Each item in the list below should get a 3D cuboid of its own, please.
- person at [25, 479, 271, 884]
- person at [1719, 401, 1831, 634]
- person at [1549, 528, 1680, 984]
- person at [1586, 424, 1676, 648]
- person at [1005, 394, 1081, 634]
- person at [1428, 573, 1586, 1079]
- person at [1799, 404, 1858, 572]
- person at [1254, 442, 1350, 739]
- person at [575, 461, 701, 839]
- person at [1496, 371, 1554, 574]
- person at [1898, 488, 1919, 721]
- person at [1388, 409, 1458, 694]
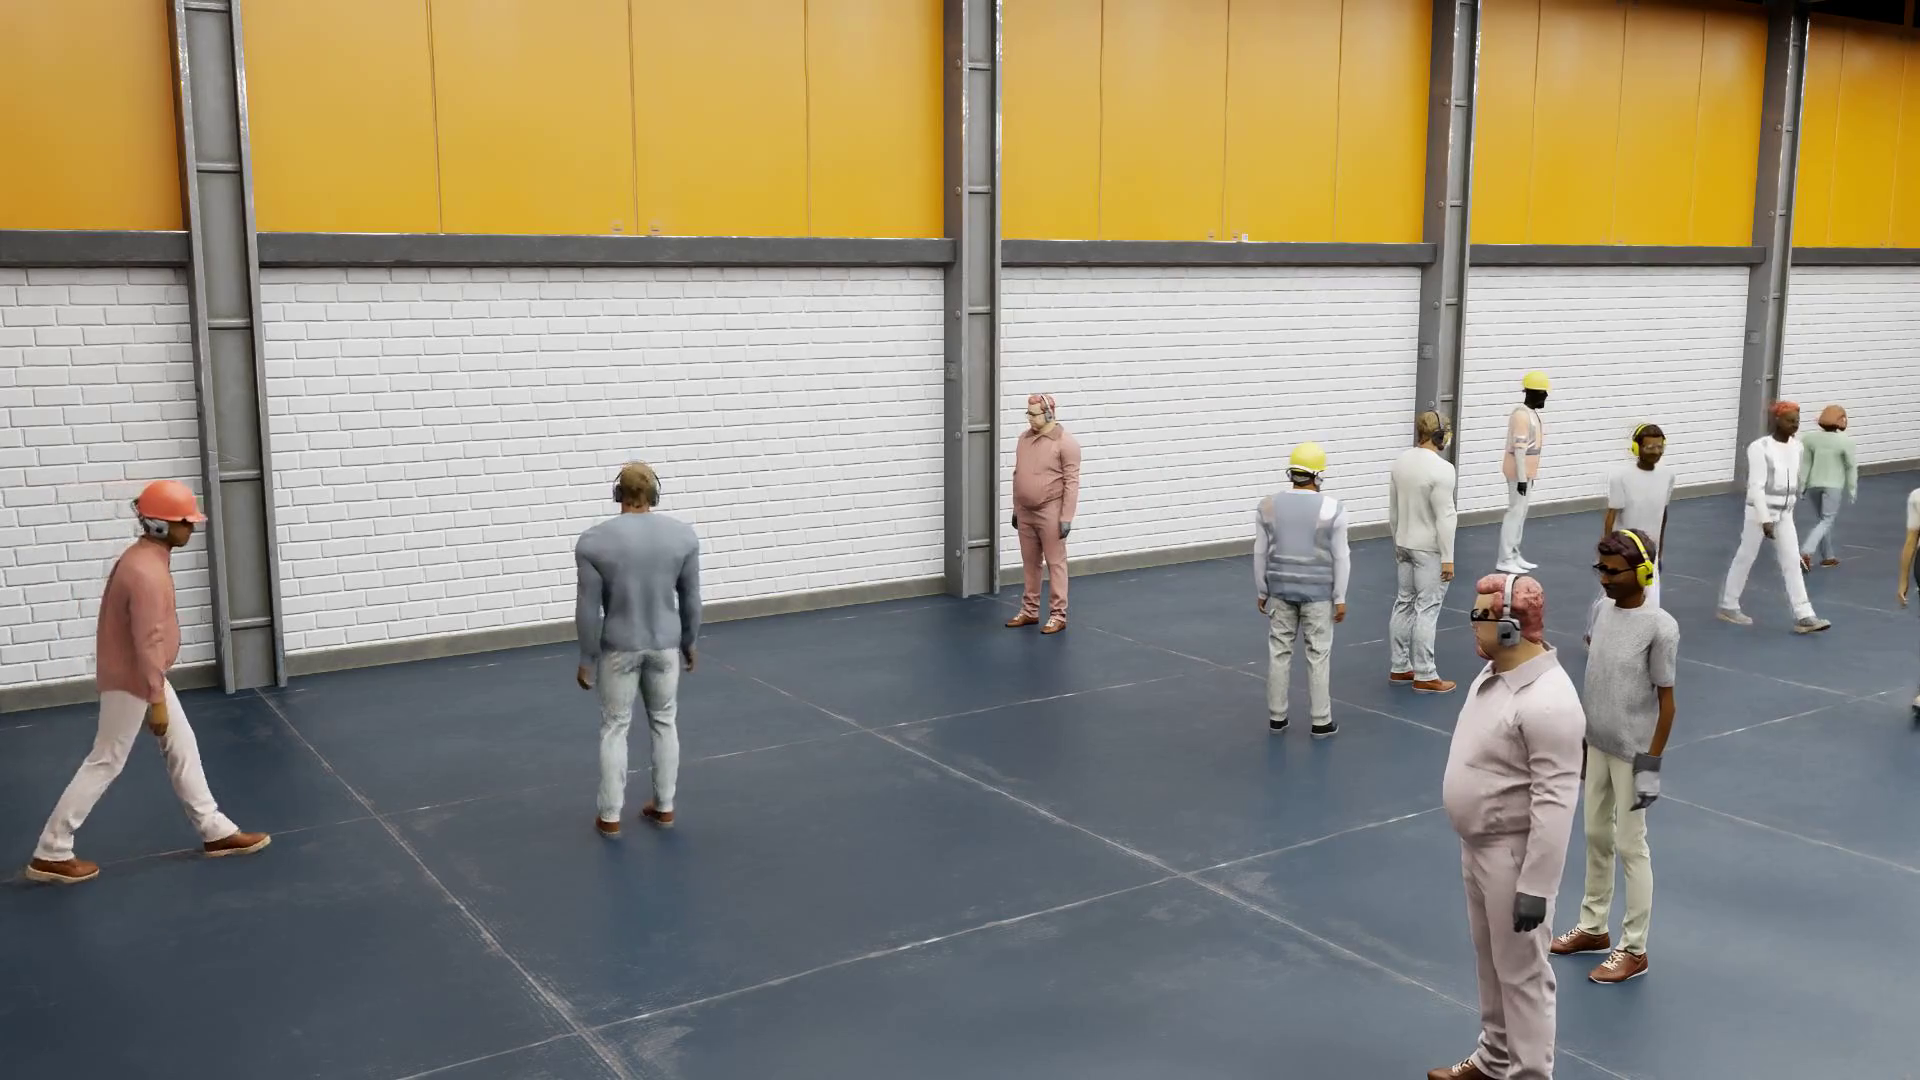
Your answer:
[{"bbox_3d":[-3.954,0.666,7.911,1.051,1.918,0.654,-4,10,-22],"label":"person"},{"bbox_3d":[6.472,-0.178,13.194,0.587,1.831,0.960,-3,10,-20],"label":"person"},{"bbox_3d":[2.676,0.874,6.800,0.329,1.859,0.508,-3,10,-16],"label":"person"},{"bbox_3d":[4.797,0.057,11.885,0.536,1.813,0.998,-1,9,-6],"label":"person"},{"bbox_3d":[0.639,-0.210,13.199,0.406,1.902,0.637,-9,13,-44],"label":"person"},{"bbox_3d":[1.816,1.052,5.584,0.401,1.904,0.649,0,9,1],"label":"person"},{"bbox_3d":[8.228,-0.497,15.821,0.799,1.601,0.510,-6,11,-32],"label":"person"},{"bbox_3d":[2.110,0.309,10.268,0.591,1.833,0.404,5,11,28],"label":"person"},{"bbox_3d":[-1.642,0.564,8.528,0.645,1.918,0.416,-4,10,-20],"label":"person"},{"bbox_3d":[5.361,-0.640,15.749,0.421,1.916,0.590,6,11,30],"label":"person"},{"bbox_3d":[6.312,0.260,10.662,0.931,1.813,0.522,-9,13,-43],"label":"person"},{"bbox_3d":[3.166,0.077,11.352,0.355,1.936,0.637,-3,10,-19],"label":"person"}]
